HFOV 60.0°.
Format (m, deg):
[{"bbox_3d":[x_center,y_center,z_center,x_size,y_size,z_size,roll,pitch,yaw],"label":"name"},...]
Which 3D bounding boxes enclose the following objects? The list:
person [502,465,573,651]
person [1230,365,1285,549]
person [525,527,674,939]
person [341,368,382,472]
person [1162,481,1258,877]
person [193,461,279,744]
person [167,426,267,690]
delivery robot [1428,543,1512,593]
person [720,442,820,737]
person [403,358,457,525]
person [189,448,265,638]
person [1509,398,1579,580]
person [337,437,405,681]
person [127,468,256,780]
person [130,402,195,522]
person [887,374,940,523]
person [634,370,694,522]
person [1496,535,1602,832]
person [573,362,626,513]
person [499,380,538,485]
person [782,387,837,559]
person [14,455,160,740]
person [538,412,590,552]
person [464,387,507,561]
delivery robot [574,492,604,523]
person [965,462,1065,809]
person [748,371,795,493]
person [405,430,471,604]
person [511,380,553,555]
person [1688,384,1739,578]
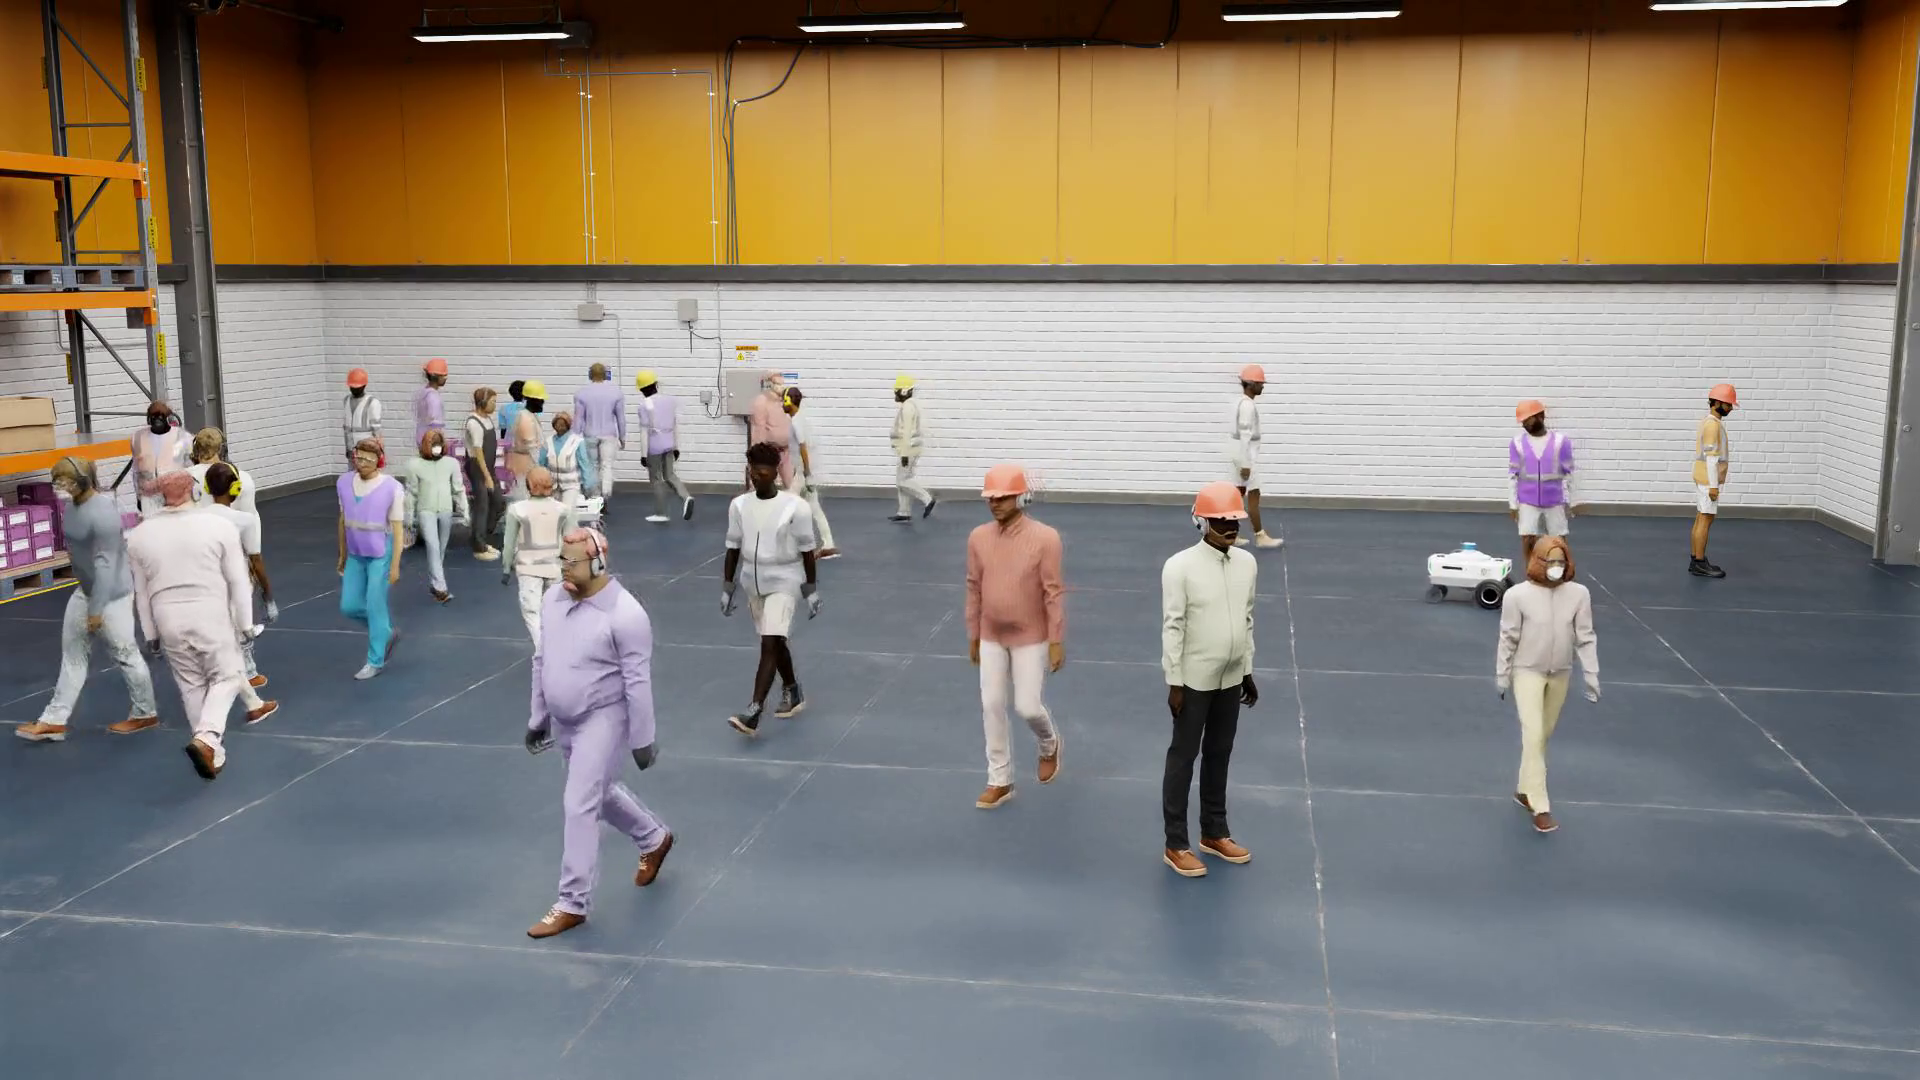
[{"bbox_3d":[-3.095,0.252,12.334,0.512,1.612,0.789,-6,11,-32],"label":"person"},{"bbox_3d":[3.211,-0.908,18.289,0.598,2.038,0.631,0,9,2],"label":"person"},{"bbox_3d":[-1.698,0.846,7.852,0.635,1.876,0.916,8,12,39],"label":"person"},{"bbox_3d":[-7.145,-1.127,20.012,0.575,1.899,0.618,4,10,24],"label":"person"},{"bbox_3d":[1.279,0.688,8.442,0.611,1.996,0.387,-6,11,-34],"label":"person"},{"bbox_3d":[-4.778,0.394,10.854,0.529,1.814,0.989,2,9,11],"label":"person"},{"bbox_3d":[-5.334,0.149,11.963,0.627,1.938,0.373,-1,9,-4],"label":"person"},{"bbox_3d":[4.654,0.269,15.207,0.707,0.478,0.477,5,10,26],"label":"delivery robot"},{"bbox_3d":[-1.302,0.313,10.994,0.630,1.911,1.015,5,10,26],"label":"person"},{"bbox_3d":[-6.366,-1.158,19.822,0.693,2.016,0.641,-6,11,-33],"label":"person"},{"bbox_3d":[-5.974,0.048,13.249,0.540,1.713,0.914,2,9,12],"label":"person"},{"bbox_3d":[5.393,-0.351,15.226,0.737,1.884,0.446,4,10,23],"label":"person"},{"bbox_3d":[-4.381,0.130,12.429,0.614,1.822,0.466,4,10,21],"label":"person"},{"bbox_3d":[-4.563,0.518,9.869,0.665,1.879,0.623,-1,9,-8],"label":"person"},{"bbox_3d":[-7.675,-0.446,16.116,0.644,1.796,0.973,-2,9,-10],"label":"person"},{"bbox_3d":[-0.581,-1.089,20.008,0.549,1.820,0.604,0,9,0],"label":"person"},{"bbox_3d":[-3.563,-1.111,19.982,0.711,1.876,0.620,7,11,37],"label":"person"},{"bbox_3d":[3.237,0.785,9.071,0.502,1.600,0.796,-2,9,-9],"label":"person"},{"bbox_3d":[-4.569,-1.294,21.086,0.660,1.913,0.891,-1,9,-8],"label":"person"},{"bbox_3d":[-5.575,-1.179,21.001,0.535,1.679,0.681,1,9,9],"label":"person"},{"bbox_3d":[-1.678,-0.696,17.556,0.820,1.822,0.537,2,9,11],"label":"person"},{"bbox_3d":[-5.622,0.395,10.631,0.695,1.881,0.945,8,12,42],"label":"person"},{"bbox_3d":[-4.155,-0.537,17.283,0.543,1.575,0.900,3,10,18],"label":"person"},{"bbox_3d":[-4.964,-0.683,17.430,0.435,1.831,0.525,1,9,9],"label":"person"},{"bbox_3d":[-4.485,-0.377,19.214,0.707,0.478,0.477,-1,9,-4],"label":"delivery robot"},{"bbox_3d":[0.321,0.529,9.479,0.636,1.977,0.559,5,11,29],"label":"person"},{"bbox_3d":[-2.232,-1.071,19.736,0.858,1.882,0.636,8,12,42],"label":"person"},{"bbox_3d":[-4.763,-0.210,15.248,0.520,1.591,0.847,-8,12,-41],"label":"person"},{"bbox_3d":[-4.481,-0.765,17.778,0.867,1.888,0.596,-2,9,-10],"label":"person"},{"bbox_3d":[7.525,-0.595,16.615,0.374,1.928,0.543,3,10,18],"label":"person"}]
